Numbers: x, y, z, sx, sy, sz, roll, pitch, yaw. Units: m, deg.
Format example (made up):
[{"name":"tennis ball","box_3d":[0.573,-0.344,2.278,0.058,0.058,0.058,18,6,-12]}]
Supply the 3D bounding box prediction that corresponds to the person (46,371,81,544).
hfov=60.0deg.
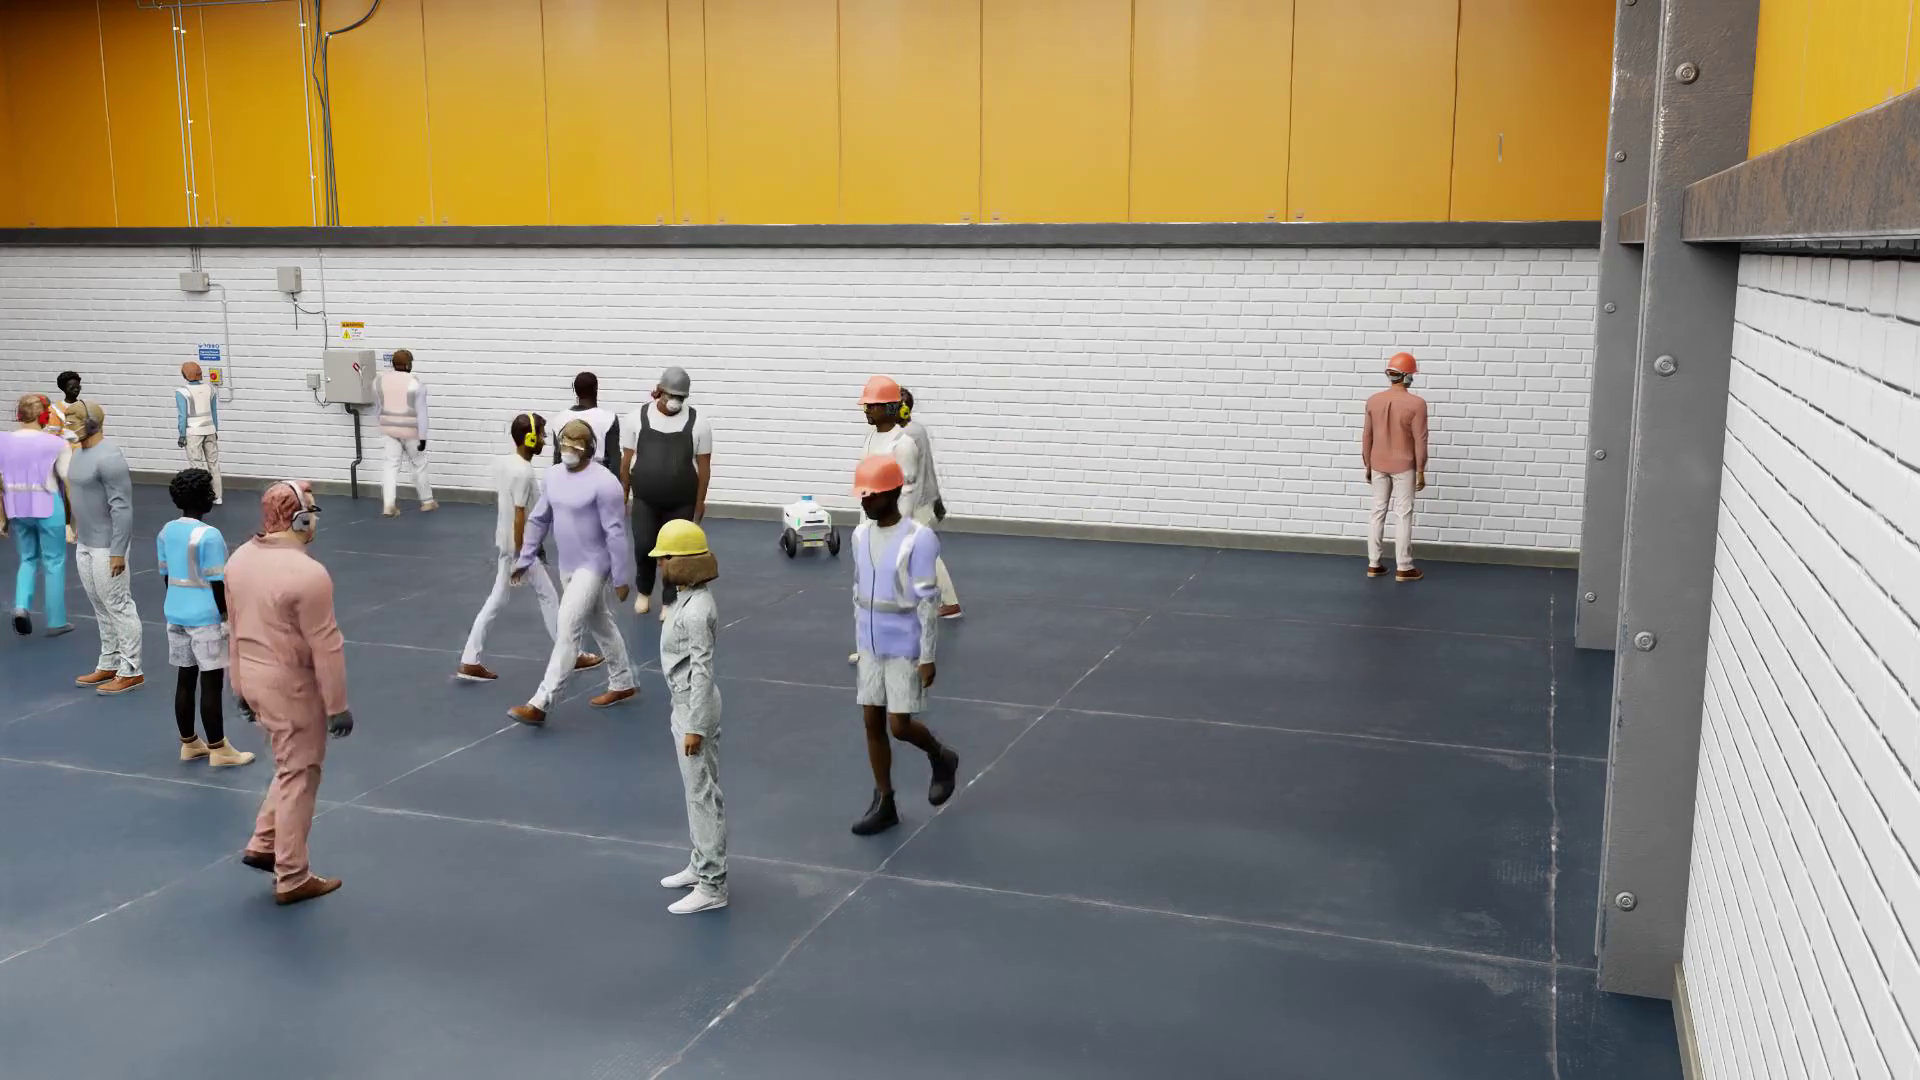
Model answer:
[{"name":"person","box_3d":[-8.706,-0.815,16.382,0.318,1.697,0.535,6,12,29]}]

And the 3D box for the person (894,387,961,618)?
[{"name":"person","box_3d":[-0.360,-0.279,13.002,0.820,1.824,0.537,1,10,8]}]

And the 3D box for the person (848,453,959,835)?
[{"name":"person","box_3d":[-0.295,0.508,8.323,0.564,1.913,0.609,8,13,39]}]

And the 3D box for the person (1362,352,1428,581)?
[{"name":"person","box_3d":[3.818,-0.643,14.571,0.395,1.994,0.612,-10,14,-44]}]

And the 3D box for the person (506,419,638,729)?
[{"name":"person","box_3d":[-2.386,0.192,10.178,0.731,1.874,1.022,9,14,43]}]

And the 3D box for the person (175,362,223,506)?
[{"name":"person","box_3d":[-8.477,-1.165,18.517,0.315,1.636,0.515,5,11,26]}]

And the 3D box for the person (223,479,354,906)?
[{"name":"person","box_3d":[-2.970,0.677,7.424,0.647,1.895,0.452,8,13,39]}]

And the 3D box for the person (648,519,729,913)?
[{"name":"person","box_3d":[-1.203,0.767,7.339,0.301,1.742,0.492,-3,10,-14]}]

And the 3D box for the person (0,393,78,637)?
[{"name":"person","box_3d":[-6.834,-0.170,12.345,0.601,1.831,0.433,0,10,-1]}]

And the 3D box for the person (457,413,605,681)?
[{"name":"person","box_3d":[-2.965,0.049,11.206,1.012,1.815,0.545,-6,12,-31]}]

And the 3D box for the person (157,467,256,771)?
[{"name":"person","box_3d":[-4.251,0.440,9.307,0.533,1.697,0.322,7,12,34]}]

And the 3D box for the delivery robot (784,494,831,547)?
[{"name":"delivery robot","box_3d":[-1.456,-0.199,15.861,0.477,0.478,0.707,-3,10,-16]}]

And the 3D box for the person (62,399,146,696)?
[{"name":"person","box_3d":[-5.611,0.042,10.874,0.636,1.936,0.355,9,13,41]}]

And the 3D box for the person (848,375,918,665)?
[{"name":"person","box_3d":[-0.527,-0.104,11.400,0.370,2.044,0.608,-6,12,-32]}]

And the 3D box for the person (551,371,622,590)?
[{"name":"person","box_3d":[-3.089,-0.439,13.704,0.588,1.892,0.737,3,11,17]}]

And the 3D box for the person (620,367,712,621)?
[{"name":"person","box_3d":[-2.279,-0.372,12.915,0.732,2.000,0.545,-1,10,-8]}]

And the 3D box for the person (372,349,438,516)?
[{"name":"person","box_3d":[-6.043,-1.172,18.083,0.624,1.810,0.829,1,10,4]}]
